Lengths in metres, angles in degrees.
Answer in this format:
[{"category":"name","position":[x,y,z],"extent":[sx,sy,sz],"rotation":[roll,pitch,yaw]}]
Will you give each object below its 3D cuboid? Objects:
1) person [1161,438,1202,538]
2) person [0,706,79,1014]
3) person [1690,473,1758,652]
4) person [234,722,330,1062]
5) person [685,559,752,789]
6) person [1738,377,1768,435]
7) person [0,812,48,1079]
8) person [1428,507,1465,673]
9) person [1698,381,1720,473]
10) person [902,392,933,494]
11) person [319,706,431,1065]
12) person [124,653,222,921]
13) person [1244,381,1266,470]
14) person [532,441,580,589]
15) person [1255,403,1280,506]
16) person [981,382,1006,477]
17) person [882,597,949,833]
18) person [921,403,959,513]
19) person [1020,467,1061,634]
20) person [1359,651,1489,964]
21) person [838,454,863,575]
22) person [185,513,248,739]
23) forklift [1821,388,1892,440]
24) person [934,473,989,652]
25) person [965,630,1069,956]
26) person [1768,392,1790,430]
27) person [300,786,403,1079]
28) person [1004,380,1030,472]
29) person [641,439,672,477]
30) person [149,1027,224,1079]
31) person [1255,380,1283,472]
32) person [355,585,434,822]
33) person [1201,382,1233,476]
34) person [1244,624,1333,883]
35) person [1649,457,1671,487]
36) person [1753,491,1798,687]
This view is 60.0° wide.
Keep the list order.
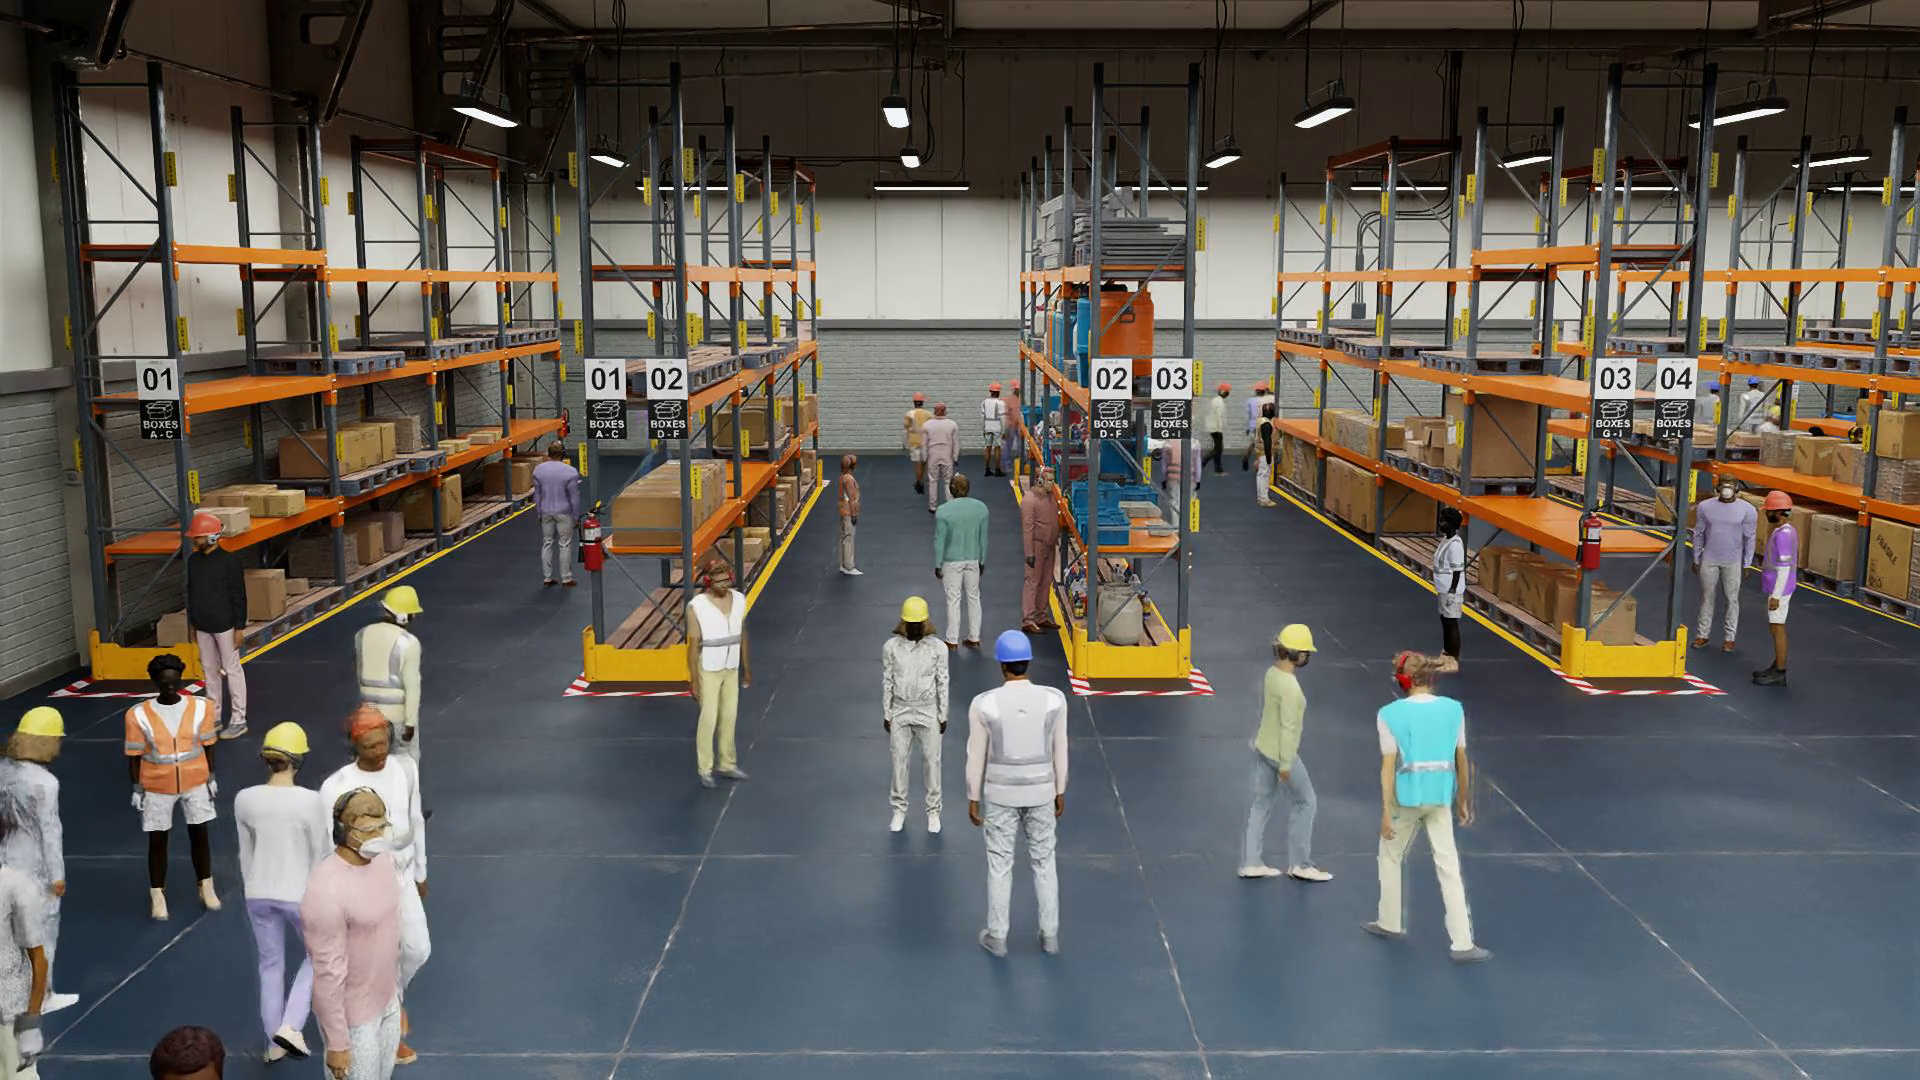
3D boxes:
[{"category":"person","position":[3.478,-0.961,26.043],"extent":[0.649,1.811,0.846],"rotation":[3,9,16]},{"category":"person","position":[-5.025,1.754,8.901],"extent":[0.528,1.708,0.569],"rotation":[5,10,29]},{"category":"person","position":[8.220,0.237,17.947],"extent":[0.636,1.939,0.365],"rotation":[7,11,37]},{"category":"person","position":[-3.445,1.806,8.488],"extent":[0.526,1.747,0.461],"rotation":[1,9,6]},{"category":"person","position":[-1.923,1.043,13.125],"extent":[0.399,1.830,0.584],"rotation":[7,12,40]},{"category":"person","position":[17.073,-2.545,35.843],"extent":[0.601,1.940,0.396],"rotation":[0,9,2]},{"category":"person","position":[-4.014,1.987,6.930],"extent":[0.517,1.865,0.327],"rotation":[4,10,26]},{"category":"person","position":[4.980,0.509,16.976],"extent":[0.316,1.696,0.541],"rotation":[1,9,3]},{"category":"person","position":[15.779,-2.371,34.847],"extent":[0.983,1.891,0.638],"rotation":[-8,12,-42]},{"category":"person","position":[-0.820,-1.837,31.440],"extent":[0.548,1.890,0.931],"rotation":[-4,10,-22]},{"category":"person","position":[-2.947,1.746,8.455],"extent":[0.426,1.871,0.579],"rotation":[6,11,35]},{"category":"person","position":[-4.918,1.533,10.403],"extent":[0.530,1.690,0.319],"rotation":[-6,10,-32]},{"category":"person","position":[6.218,-2.366,34.765],"extent":[0.550,1.917,0.619],"rotation":[6,11,34]},{"category":"person","position":[-5.233,-0.325,21.613],"extent":[0.623,1.932,0.367],"rotation":[2,9,10]},{"category":"person","position":[5.462,-1.524,29.588],"extent":[0.429,1.843,0.625],"rotation":[0,9,1]},{"category":"person","position":[0.708,-2.252,33.961],"extent":[0.552,1.935,0.366],"rotation":[7,11,37]},{"category":"person","position":[-0.324,1.259,12.024],"extent":[0.485,1.737,0.322],"rotation":[1,9,7]},{"category":"person","position":[-0.342,-1.409,28.640],"extent":[0.643,1.908,0.399],"rotation":[0,9,-1]},{"category":"person","position":[0.939,0.110,18.918],"extent":[0.401,1.900,0.648],"rotation":[6,10,32]},{"category":"person","position":[2.785,1.573,9.855],"extent":[0.640,1.800,0.698],"rotation":[-2,9,-11]},{"category":"person","position":[-1.508,-0.341,22.621],"extent":[0.306,1.641,0.522],"rotation":[-3,9,-17]},{"category":"person","position":[-6.501,0.745,14.518],"extent":[0.611,1.990,0.392],"rotation":[4,10,23]},{"category":"forklift","position":[20.072,-3.110,36.462],"extent":[1.873,2.768,1.129],"rotation":[0,9,0]},{"category":"person","position":[0.010,0.240,17.948],"extent":[0.628,1.933,0.367],"rotation":[-4,10,-25]},{"category":"person","position":[0.337,1.496,9.901],"extent":[0.621,1.934,0.439],"rotation":[-1,9,-9]},{"category":"person","position":[16.886,-2.199,34.277],"extent":[0.487,1.736,0.321],"rotation":[-1,9,-8]},{"category":"person","position":[-2.485,1.957,6.890],"extent":[0.350,1.934,0.635],"rotation":[0,9,2]},{"category":"person","position":[1.196,-2.345,34.538],"extent":[0.644,1.941,0.985],"rotation":[-5,10,-28]},{"category":"person","position":[-5.780,-1.939,32.252],"extent":[0.955,1.837,0.688],"rotation":[1,9,9]},{"category":"person","position":[-2.169,2.295,4.777],"extent":[0.595,1.917,0.376],"rotation":[-6,11,-35]},{"category":"person","position":[6.313,-2.280,34.028],"extent":[0.680,1.976,0.637],"rotation":[-7,11,-38]},{"category":"person","position":[-4.169,1.240,11.964],"extent":[0.606,1.802,0.718],"rotation":[4,10,21]},{"category":"person","position":[5.190,-2.249,33.878],"extent":[0.681,1.959,0.685],"rotation":[0,9,-1]},{"category":"person","position":[2.209,1.409,11.032],"extent":[0.693,1.738,0.530],"rotation":[-2,9,-12]},{"category":"person","position":[13.350,-1.789,31.548],"extent":[0.543,1.752,0.485],"rotation":[-3,9,-17]},{"category":"person","position":[8.041,0.477,16.411],"extent":[0.373,1.933,0.550],"rotation":[5,10,28]}]
